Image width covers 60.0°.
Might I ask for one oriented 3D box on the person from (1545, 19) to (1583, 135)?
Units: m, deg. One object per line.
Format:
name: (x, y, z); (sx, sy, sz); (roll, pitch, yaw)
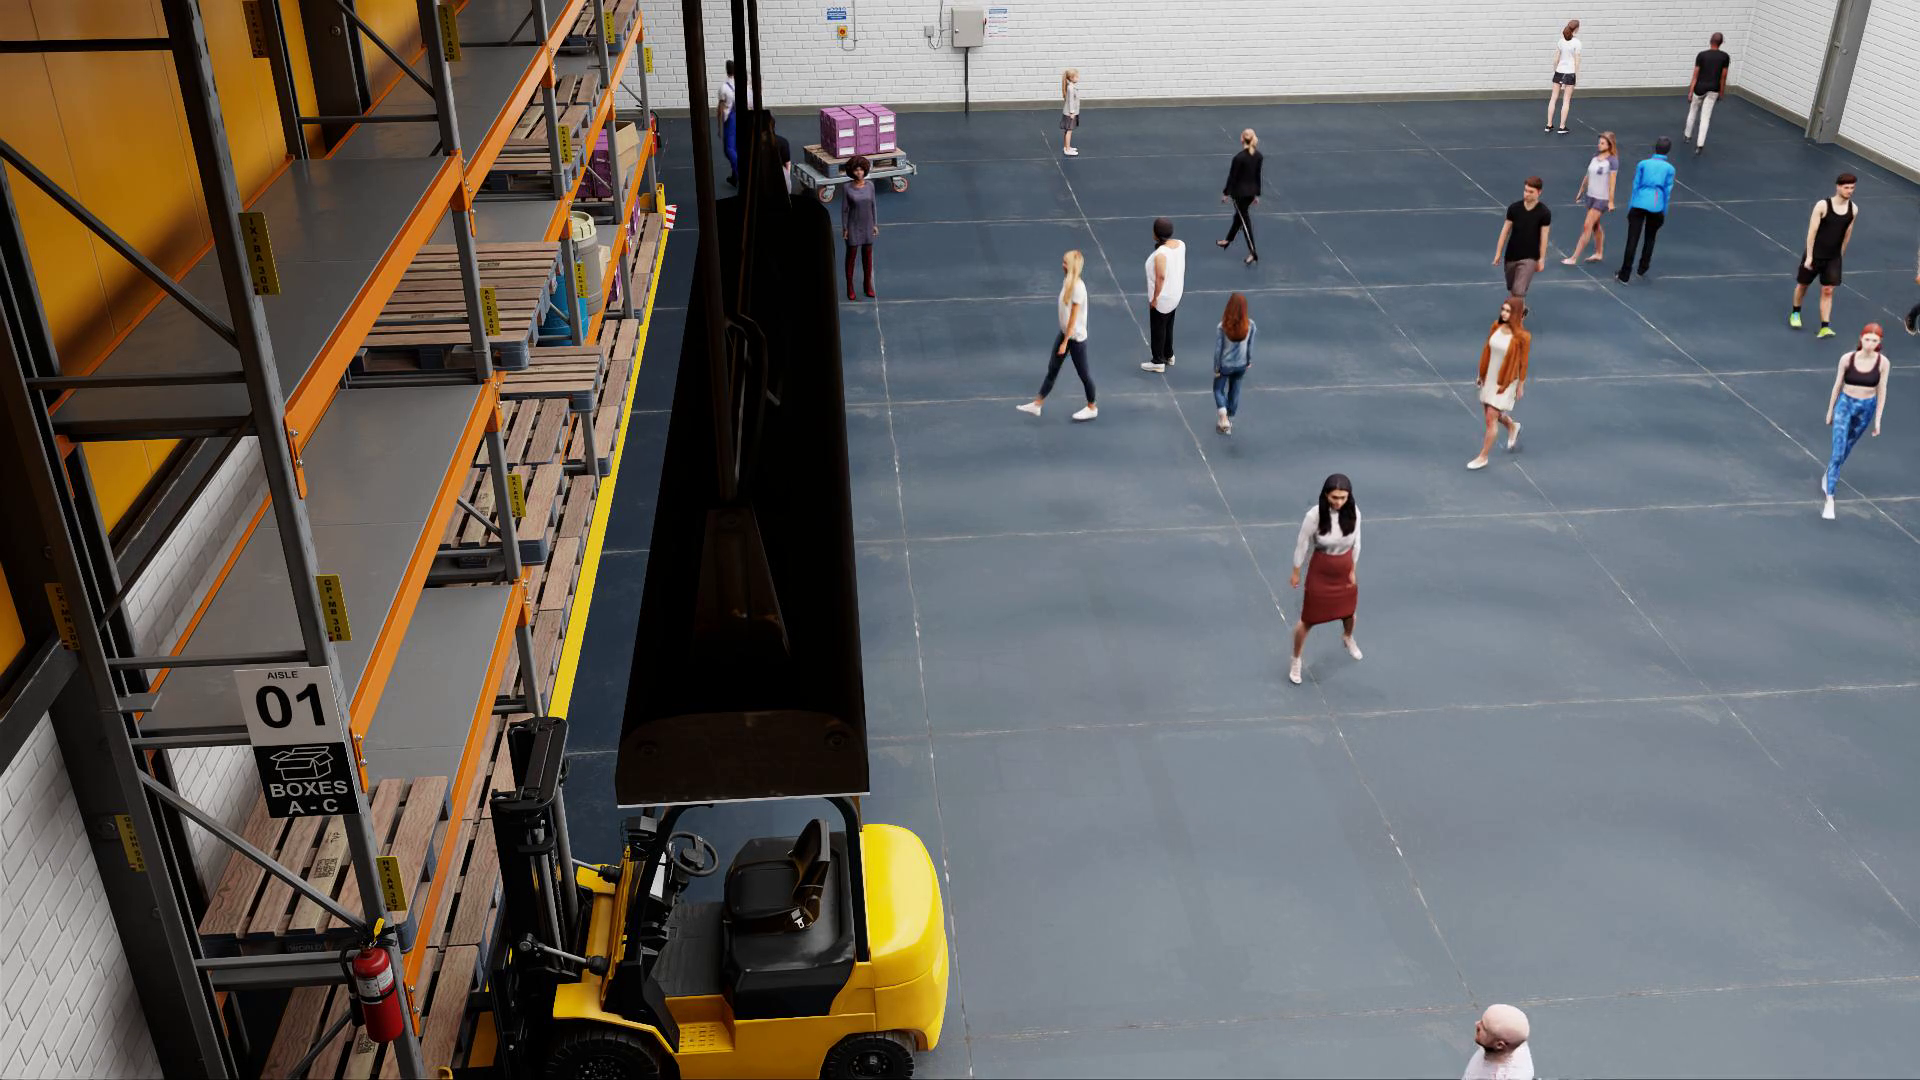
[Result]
person: (9.631, -7.385, 26.482); (0.647, 1.751, 0.715); (25, 37, 37)

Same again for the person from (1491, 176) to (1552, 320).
person: (6.366, -3.197, 18.716); (1.215, 1.835, 1.267); (23, 36, 36)

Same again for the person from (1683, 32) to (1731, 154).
person: (11.383, -6.773, 25.365); (0.975, 1.745, 1.321); (7, 29, 13)

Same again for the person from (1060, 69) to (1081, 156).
person: (1.692, -6.574, 25.489); (0.584, 1.277, 0.477); (0, 29, 1)

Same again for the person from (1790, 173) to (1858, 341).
person: (9.695, -3.231, 18.775); (0.823, 1.838, 1.209); (3, 29, 6)

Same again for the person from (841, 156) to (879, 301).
person: (-1.202, -3.724, 19.812); (0.636, 1.711, 0.596); (-9, 30, -17)

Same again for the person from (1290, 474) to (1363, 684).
person: (2.733, 0.281, 12.445); (0.823, 1.735, 0.656); (-2, 29, -4)

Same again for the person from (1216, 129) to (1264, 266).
person: (3.603, -4.246, 20.825); (0.954, 1.657, 1.154); (-18, 33, -29)

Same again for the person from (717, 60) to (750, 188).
person: (-3.182, -5.857, 23.596); (0.987, 1.831, 1.186); (-18, 34, -30)

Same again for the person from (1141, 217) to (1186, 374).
person: (2.173, -2.649, 17.867); (0.824, 1.687, 0.753); (19, 34, 31)

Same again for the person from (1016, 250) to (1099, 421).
person: (1.220, -2.005, 16.594); (0.829, 1.774, 1.055); (-9, 30, -17)

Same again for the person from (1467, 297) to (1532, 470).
person: (5.188, -1.523, 15.790); (0.947, 1.698, 1.042); (-16, 32, -27)

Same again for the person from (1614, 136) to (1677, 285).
person: (8.351, -3.986, 20.249); (0.852, 1.752, 0.986); (10, 30, 18)

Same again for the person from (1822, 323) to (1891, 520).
person: (8.046, -1.116, 15.003); (0.936, 1.737, 1.260); (10, 30, 18)

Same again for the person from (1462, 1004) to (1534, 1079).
person: (2.491, 2.852, 7.645); (0.927, 1.817, 0.872); (10, 30, 18)

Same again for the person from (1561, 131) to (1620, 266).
person: (8.072, -4.270, 20.829); (0.821, 1.695, 0.913); (-8, 30, -14)

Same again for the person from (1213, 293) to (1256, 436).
person: (2.692, -1.700, 16.356); (0.560, 1.468, 0.560); (-3, 29, -6)
